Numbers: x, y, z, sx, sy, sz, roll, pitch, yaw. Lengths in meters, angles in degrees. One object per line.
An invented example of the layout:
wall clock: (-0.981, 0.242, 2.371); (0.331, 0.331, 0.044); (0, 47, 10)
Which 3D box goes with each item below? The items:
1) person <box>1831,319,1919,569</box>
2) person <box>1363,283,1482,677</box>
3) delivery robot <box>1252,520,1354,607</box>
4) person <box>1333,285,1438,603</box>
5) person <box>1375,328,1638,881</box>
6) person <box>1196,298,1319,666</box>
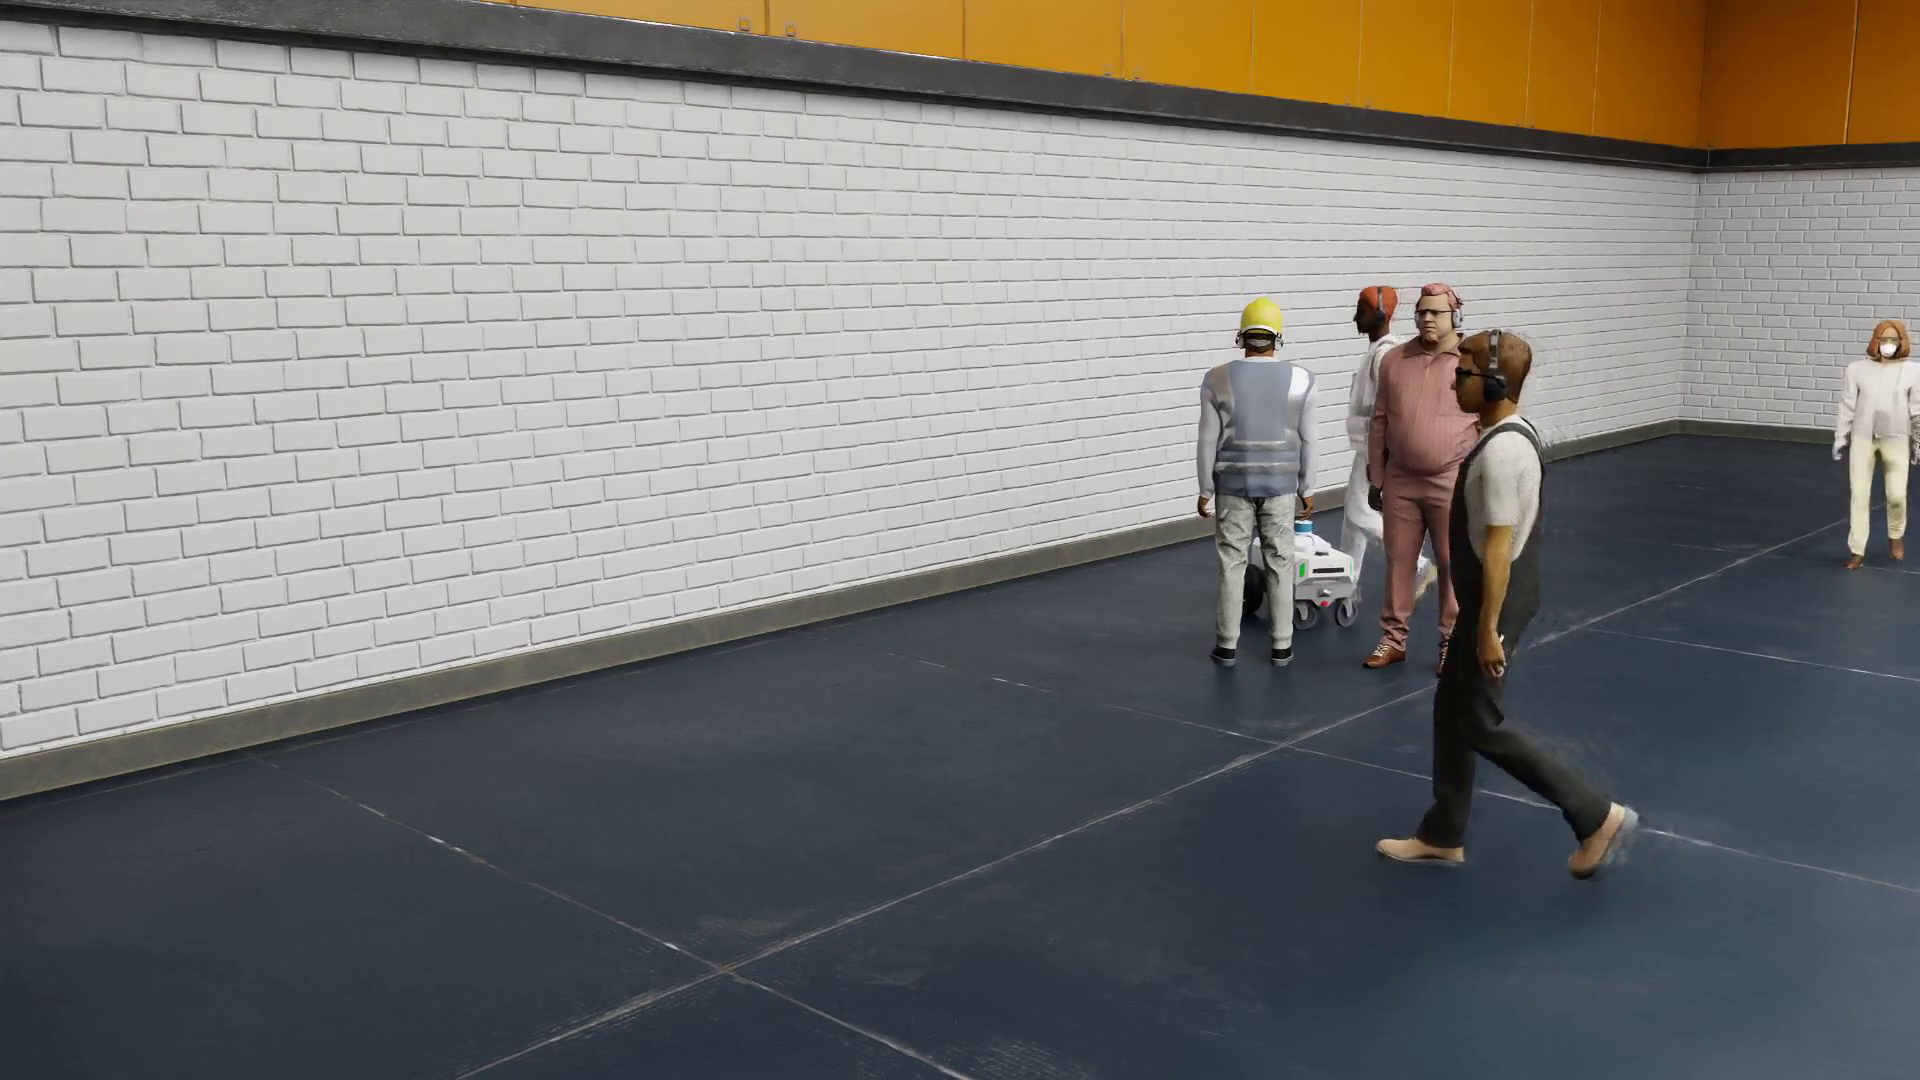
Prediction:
person: (5.963, -0.621, 10.797); (0.521, 1.627, 0.461); (8, 13, 38)
person: (2.283, -0.287, 8.099); (0.642, 1.909, 0.409); (7, 12, 33)
delivery robot: (1.906, 0.134, 9.277); (0.477, 0.478, 0.707); (-2, 10, -13)
person: (2.391, -0.526, 9.566); (0.694, 1.865, 0.598); (2, 10, 14)
person: (1.794, 0.232, 5.389); (0.737, 1.827, 0.513); (4, 11, 21)
person: (1.469, -0.279, 8.260); (0.600, 1.831, 0.404); (1, 10, 4)
